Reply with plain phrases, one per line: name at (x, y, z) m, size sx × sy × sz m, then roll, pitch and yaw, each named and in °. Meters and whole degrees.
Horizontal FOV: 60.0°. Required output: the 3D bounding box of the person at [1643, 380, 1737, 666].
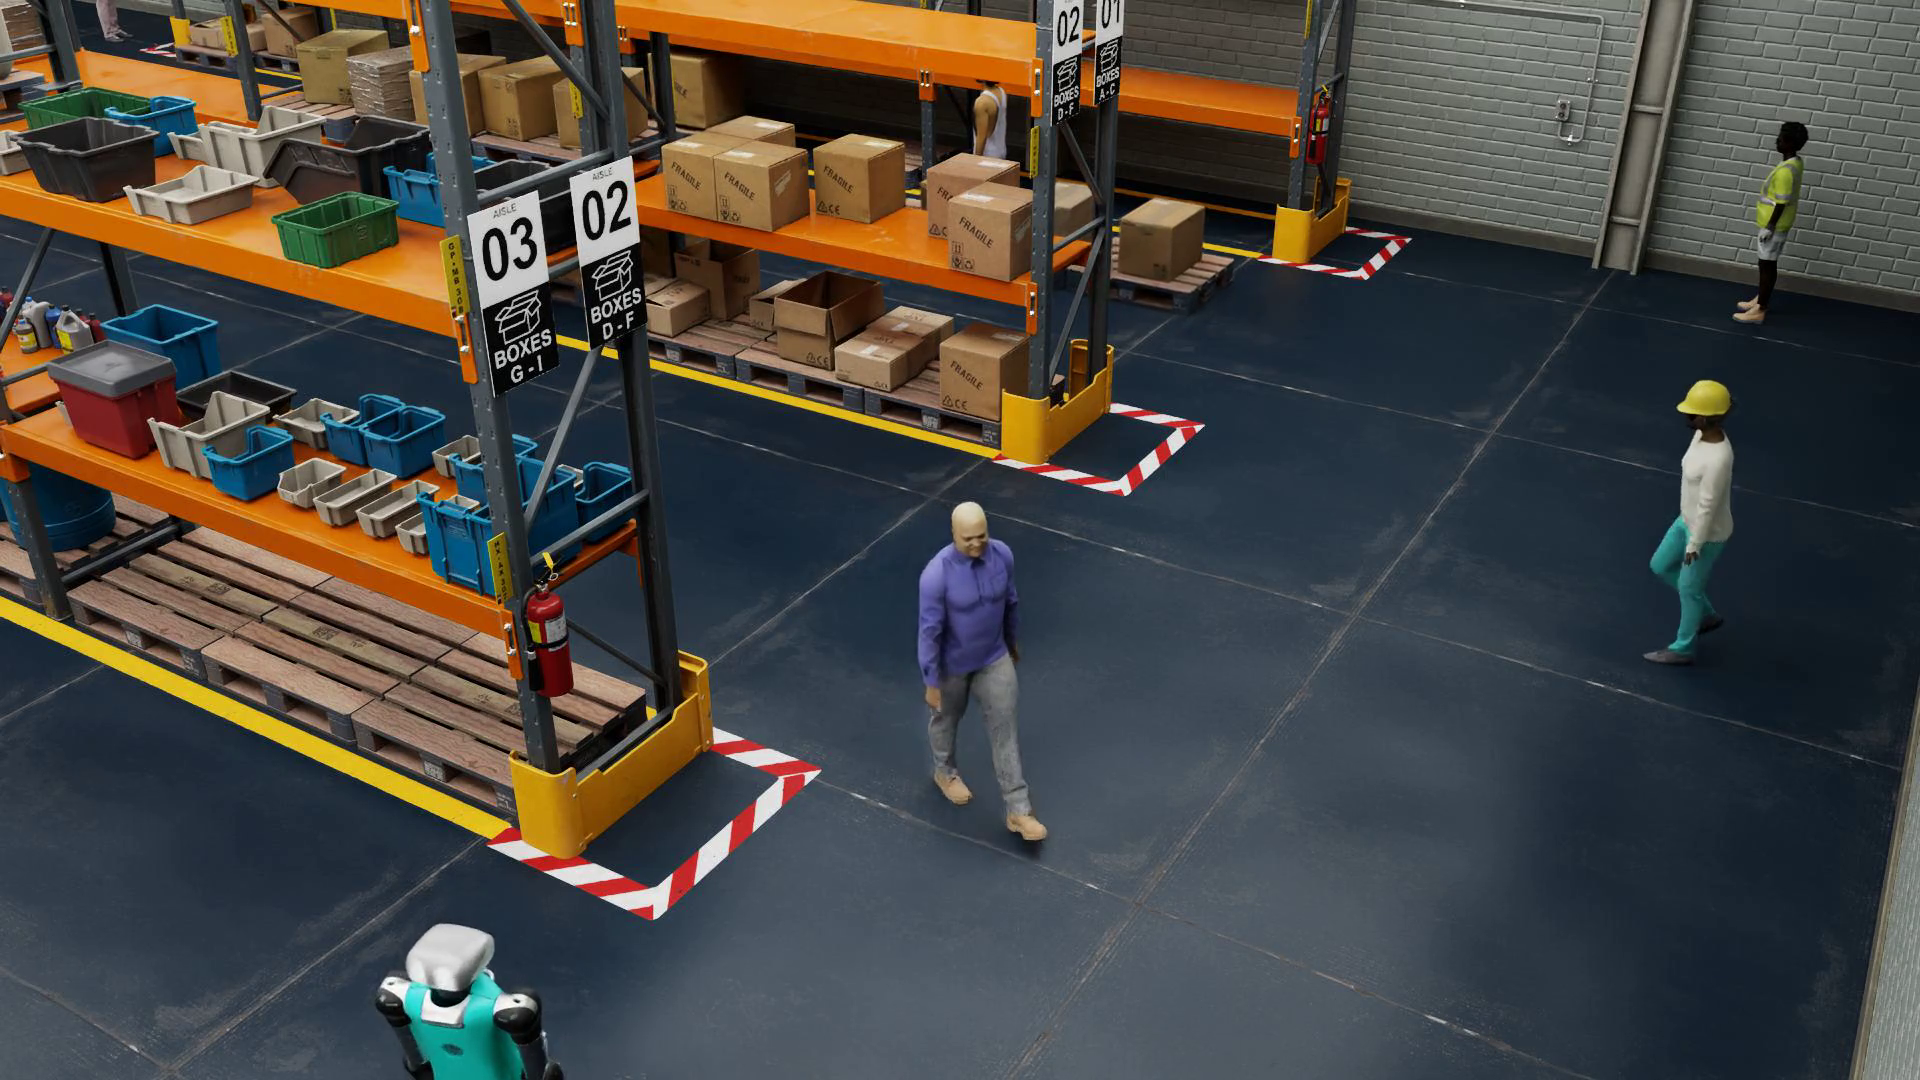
person at (4.091, -0.074, 9.252) m, size 0.467 × 1.746 × 0.533 m, roll 5°, pitch 29°, yaw 8°

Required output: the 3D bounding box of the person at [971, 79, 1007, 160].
person at (0.224, -3.546, 15.358) m, size 0.385 × 1.861 × 0.529 m, roll 16°, pitch 33°, yaw 27°

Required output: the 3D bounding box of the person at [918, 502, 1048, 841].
person at (0.108, 0.640, 7.951) m, size 0.603 × 1.759 × 0.891 m, roll -15°, pitch 32°, yaw -25°

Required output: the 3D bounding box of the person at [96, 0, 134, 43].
person at (-11.994, -7.914, 23.221) m, size 0.391 × 1.839 × 0.563 m, roll 0°, pitch 29°, yaw 0°

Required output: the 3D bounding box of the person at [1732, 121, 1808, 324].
person at (6.808, -2.653, 13.925) m, size 0.317 × 1.694 × 0.539 m, roll 16°, pitch 33°, yaw 27°

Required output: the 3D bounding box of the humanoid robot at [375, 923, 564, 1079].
humanoid robot at (-1.517, 1.871, 5.798) m, size 0.531 × 1.788 × 0.867 m, roll 5°, pitch 30°, yaw 9°
